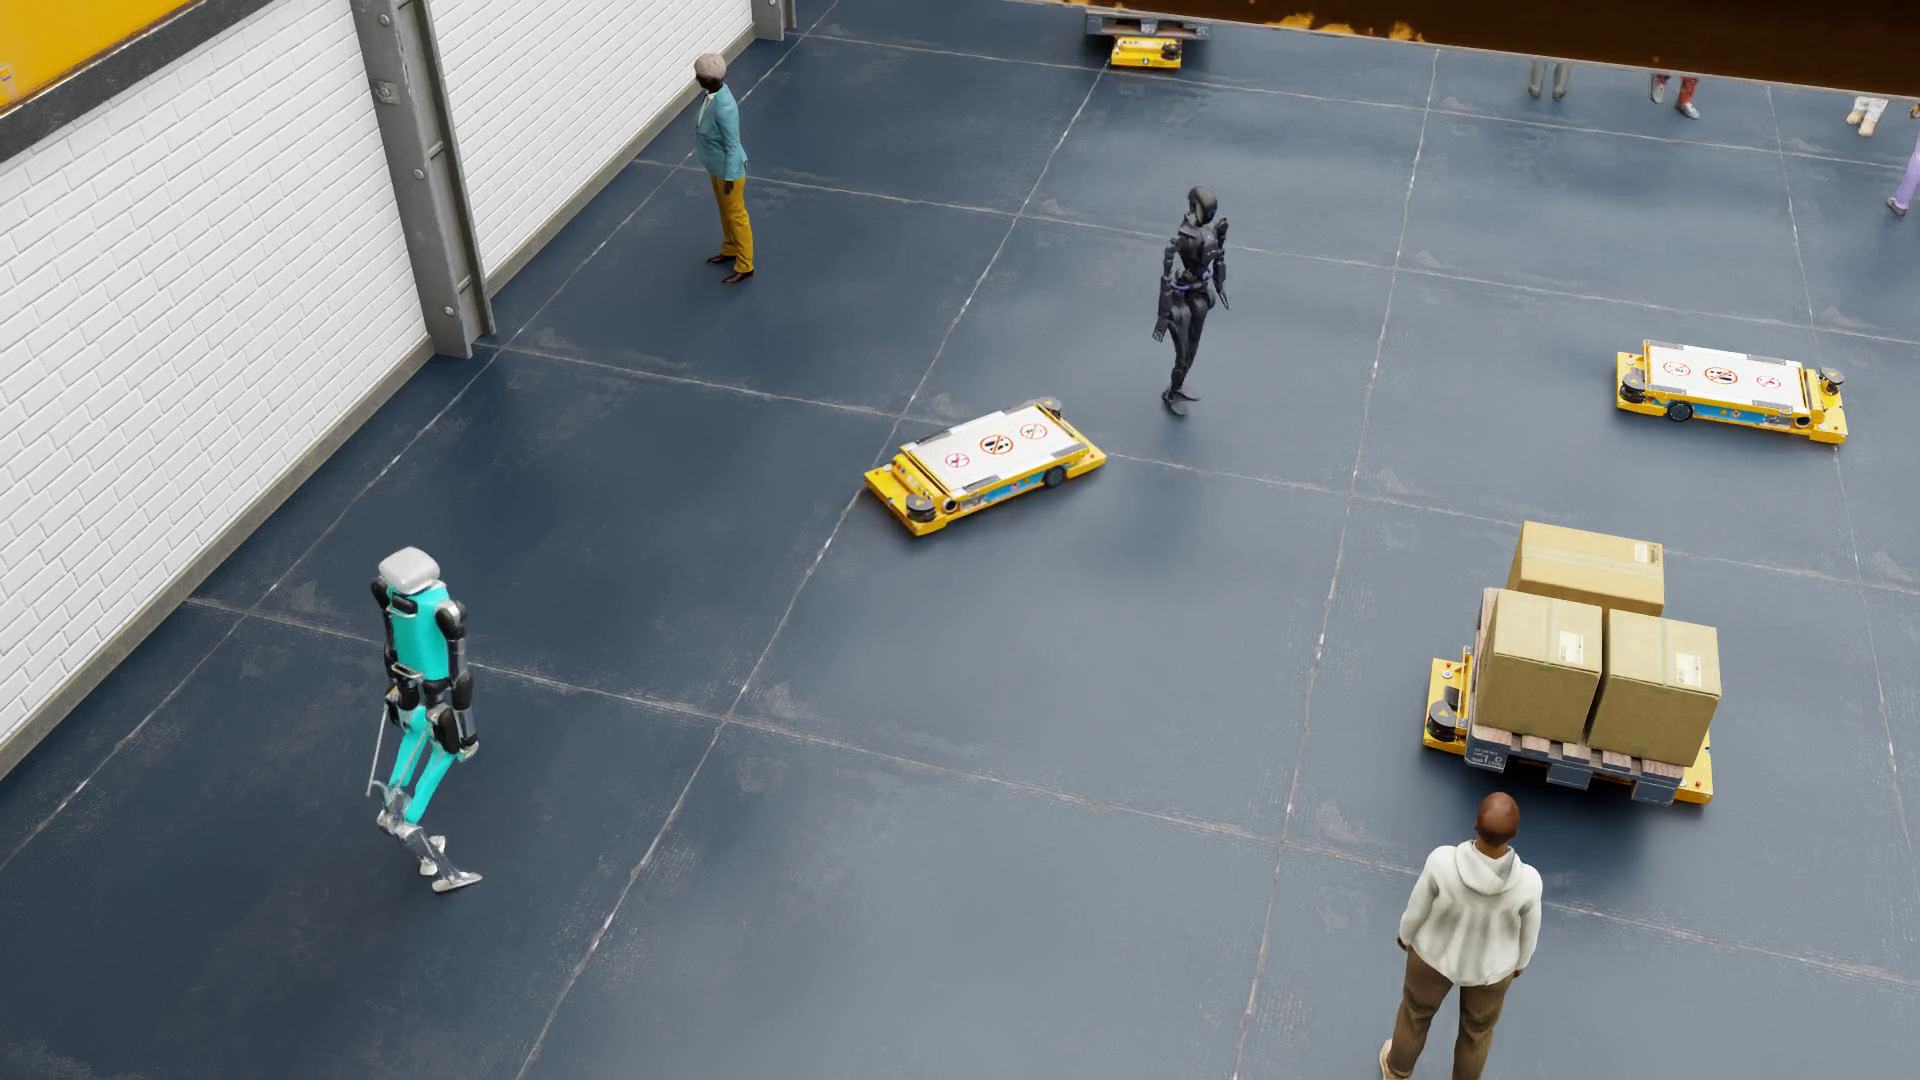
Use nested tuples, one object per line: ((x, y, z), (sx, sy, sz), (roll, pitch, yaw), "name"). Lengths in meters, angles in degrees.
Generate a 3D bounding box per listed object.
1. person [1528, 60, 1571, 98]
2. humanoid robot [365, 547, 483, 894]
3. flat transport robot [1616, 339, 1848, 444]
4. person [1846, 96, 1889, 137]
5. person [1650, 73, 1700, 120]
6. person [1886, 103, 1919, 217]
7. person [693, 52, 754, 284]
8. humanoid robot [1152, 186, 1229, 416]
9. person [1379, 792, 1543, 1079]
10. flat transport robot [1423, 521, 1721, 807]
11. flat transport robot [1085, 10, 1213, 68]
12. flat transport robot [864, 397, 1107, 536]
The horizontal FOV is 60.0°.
((5.389, -4.838, 14.783), (0.567, 1.832, 0.416), (13, 41, 16), "person")
((-2.561, 0.921, 7.682), (0.549, 1.754, 0.790), (22, 44, 25), "humanoid robot")
((5.212, -1.013, 11.264), (1.431, 0.231, 0.659), (11, 40, 13), "flat transport robot")
((7.973, -4.349, 14.185), (0.679, 1.805, 0.682), (24, 45, 27), "person")
((6.477, -4.597, 14.451), (0.545, 1.862, 0.459), (-12, 40, -15), "person")
((7.729, -3.367, 12.933), (0.562, 1.847, 0.389), (11, 40, 14), "person")
((-1.750, -2.733, 12.220), (0.344, 1.751, 0.523), (-15, 41, -18), "person")
((1.514, -1.576, 10.854), (0.615, 1.642, 0.342), (-27, 46, -29), "humanoid robot")
((2.018, 1.692, 6.705), (0.522, 1.766, 0.373), (11, 40, 14), "person")
((3.216, 0.963, 8.806), (1.431, 0.231, 0.659), (11, 40, 13), "flat transport robot")
((1.847, -4.966, 16.181), (0.659, 0.231, 1.431), (5, 39, 6), "flat transport robot")
((0.168, -0.488, 10.612), (1.431, 0.231, 0.659), (-21, 43, -24), "flat transport robot")
